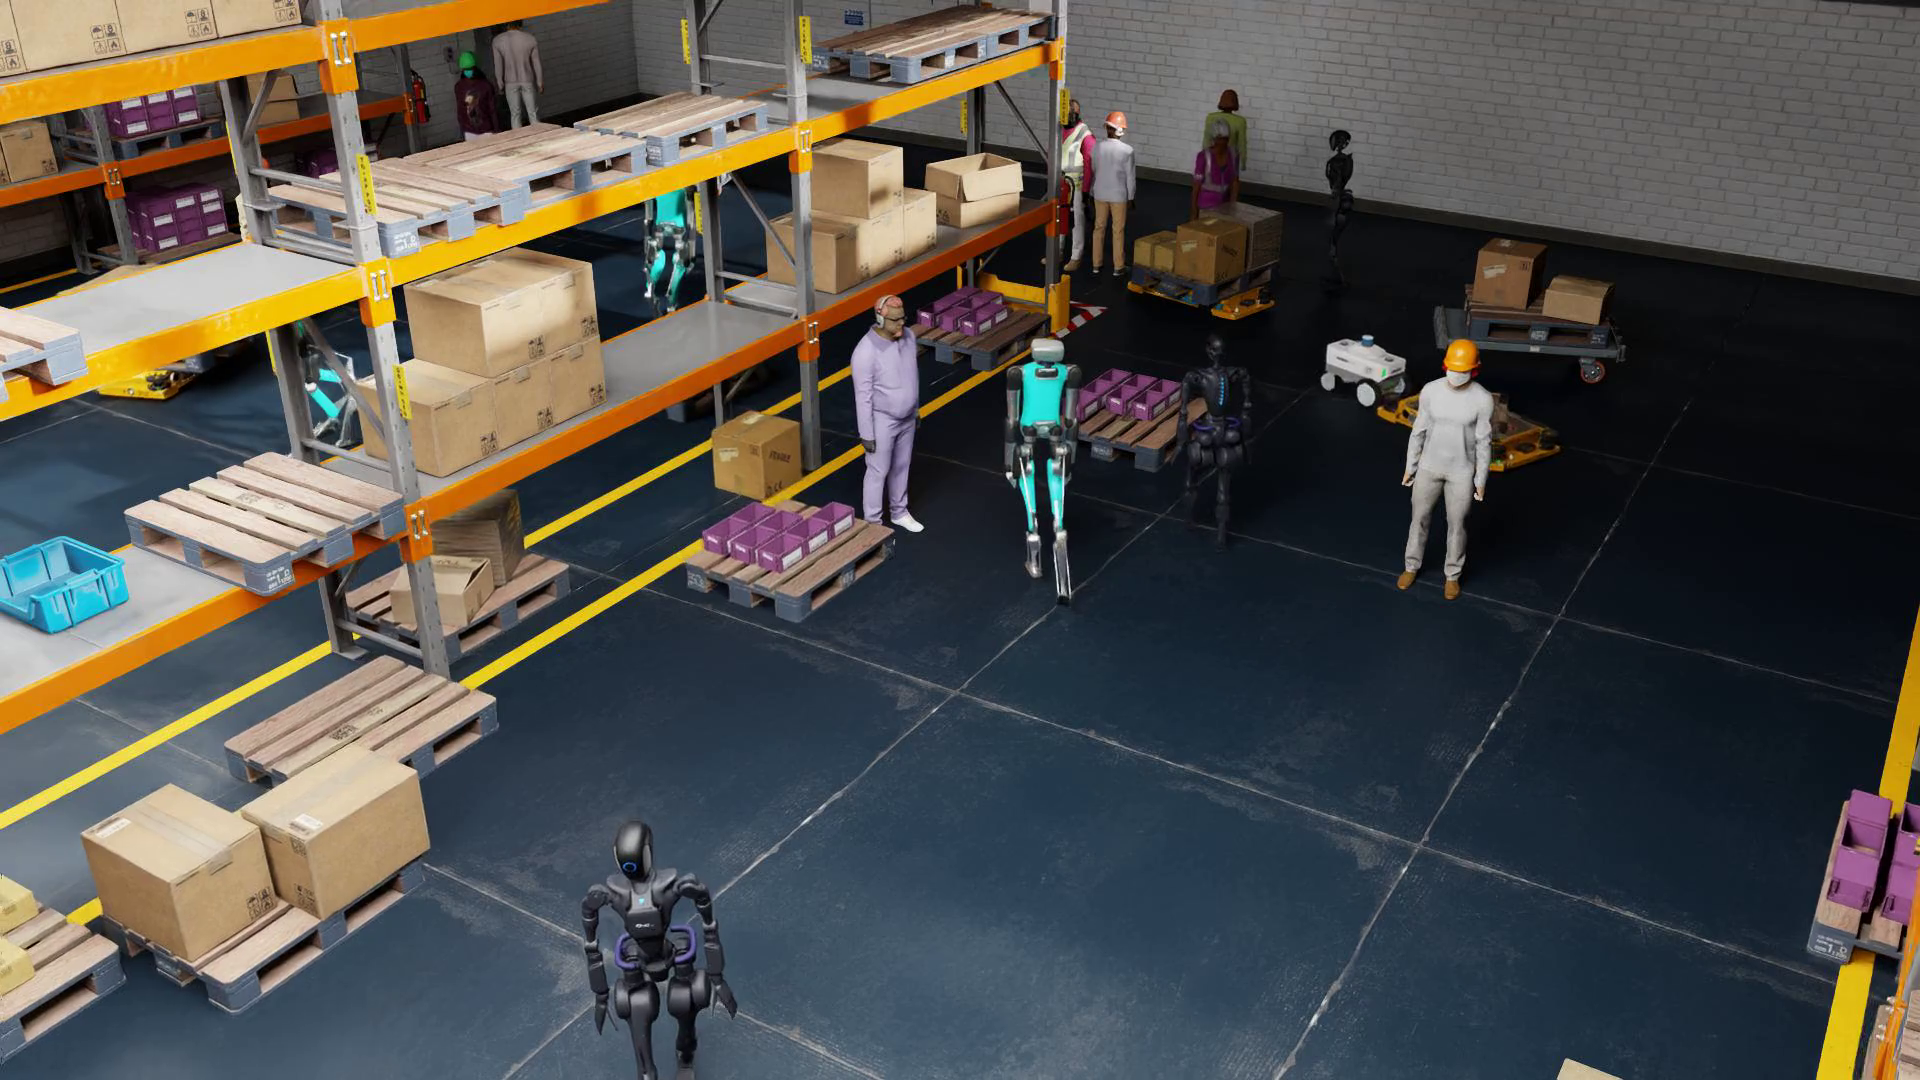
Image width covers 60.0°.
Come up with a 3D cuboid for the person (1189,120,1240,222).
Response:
[{"bbox_3d":[2.660,-3.513,17.438,0.515,1.800,0.673,-10,29,-19],"label":"person"}]

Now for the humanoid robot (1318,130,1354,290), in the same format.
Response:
[{"bbox_3d":[4.004,-3.479,17.492,0.404,1.637,0.601,5,27,9],"label":"humanoid robot"}]

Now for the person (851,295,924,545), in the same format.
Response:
[{"bbox_3d":[-0.498,-0.877,12.134,0.404,1.900,0.634,18,32,31],"label":"person"}]

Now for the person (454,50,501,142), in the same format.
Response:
[{"bbox_3d":[-5.805,-4.969,20.162,0.496,1.929,0.545,0,27,0],"label":"person"}]

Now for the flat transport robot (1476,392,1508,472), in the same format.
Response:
[{"bbox_3d":[4.288,-0.966,14.102,0.659,0.231,1.431,8,28,15],"label":"flat transport robot"}]

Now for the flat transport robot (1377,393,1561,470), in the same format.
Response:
[{"bbox_3d":[4.306,-0.974,14.118,0.659,0.231,1.431,-17,31,-30],"label":"flat transport robot"}]

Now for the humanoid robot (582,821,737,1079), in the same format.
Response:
[{"bbox_3d":[-1.260,1.860,7.042,0.610,1.632,0.796,-4,27,-7],"label":"humanoid robot"}]

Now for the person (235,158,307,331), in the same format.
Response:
[{"bbox_3d":[-6.678,-2.862,16.195,0.559,1.751,0.323,-18,32,-31],"label":"person"}]

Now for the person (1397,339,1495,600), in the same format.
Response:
[{"bbox_3d":[3.329,-0.486,11.376,0.560,1.888,0.398,13,30,24],"label":"person"}]

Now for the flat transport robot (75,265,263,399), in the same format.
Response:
[{"bbox_3d":[-7.283,-1.666,15.480,0.659,0.231,1.431,5,27,9],"label":"flat transport robot"}]

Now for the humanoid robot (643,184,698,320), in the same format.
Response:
[{"bbox_3d":[-2.797,-2.694,15.902,0.564,1.735,1.051,3,27,5],"label":"humanoid robot"}]

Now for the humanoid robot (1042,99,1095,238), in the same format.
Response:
[{"bbox_3d":[1.328,-4.243,19.068,0.789,1.611,0.592,-15,31,-28],"label":"humanoid robot"}]

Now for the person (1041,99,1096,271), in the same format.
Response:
[{"bbox_3d":[1.171,-3.857,18.067,0.431,1.840,0.621,-23,35,-37],"label":"person"}]

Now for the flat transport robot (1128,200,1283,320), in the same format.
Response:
[{"bbox_3d":[2.504,-2.601,17.323,0.659,0.231,1.431,-24,35,-38],"label":"flat transport robot"}]

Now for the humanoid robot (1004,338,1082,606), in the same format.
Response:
[{"bbox_3d":[0.619,-0.394,11.419,0.559,1.834,0.886,-5,27,-10],"label":"humanoid robot"}]

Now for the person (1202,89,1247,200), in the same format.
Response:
[{"bbox_3d":[3.080,-4.433,19.434,0.518,1.624,0.303,11,29,21],"label":"person"}]

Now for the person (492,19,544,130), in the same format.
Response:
[{"bbox_3d":[-5.955,-6.183,22.538,0.633,1.937,0.353,-6,28,-12],"label":"person"}]

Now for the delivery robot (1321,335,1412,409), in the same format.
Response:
[{"bbox_3d":[3.626,-1.545,14.910,0.499,0.579,0.759,-19,33,-33],"label":"delivery robot"}]

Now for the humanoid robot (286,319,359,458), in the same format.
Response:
[{"bbox_3d":[-5.187,-1.412,13.352,1.025,1.736,0.562,-18,32,-32],"label":"humanoid robot"}]

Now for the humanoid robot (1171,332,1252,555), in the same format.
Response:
[{"bbox_3d":[1.831,-0.737,12.103,0.591,1.639,0.603,-5,27,-10],"label":"humanoid robot"}]

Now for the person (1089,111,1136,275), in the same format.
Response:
[{"bbox_3d":[1.643,-3.731,17.918,0.562,1.741,0.335,14,30,26],"label":"person"}]

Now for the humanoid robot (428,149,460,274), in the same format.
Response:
[{"bbox_3d":[-5.214,-3.146,16.860,0.583,1.633,0.688,-3,27,-6],"label":"humanoid robot"}]
